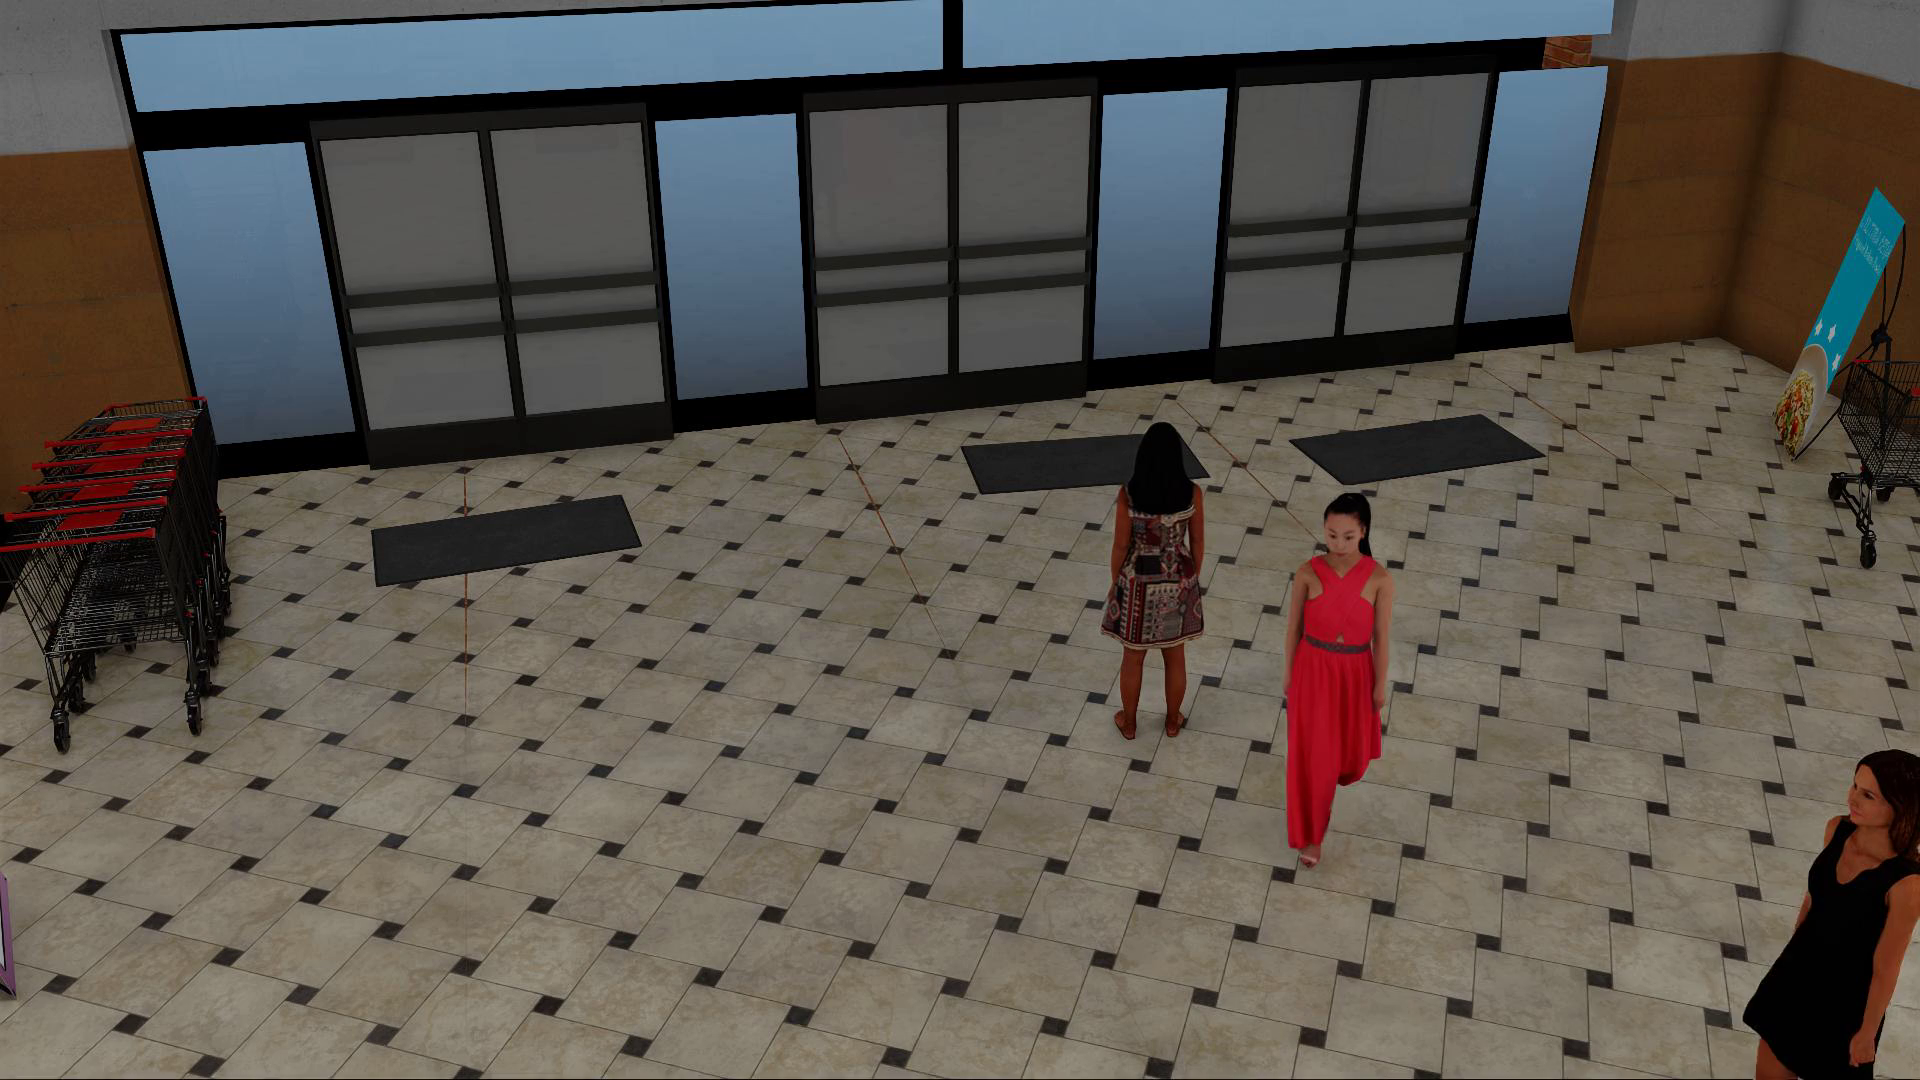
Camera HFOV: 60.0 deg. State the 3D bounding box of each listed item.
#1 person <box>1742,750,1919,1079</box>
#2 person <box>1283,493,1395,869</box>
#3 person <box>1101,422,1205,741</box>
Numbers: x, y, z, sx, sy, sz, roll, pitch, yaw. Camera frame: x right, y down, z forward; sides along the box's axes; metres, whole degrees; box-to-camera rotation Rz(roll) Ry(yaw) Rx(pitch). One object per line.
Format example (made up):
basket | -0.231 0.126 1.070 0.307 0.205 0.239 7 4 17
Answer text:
person | 2.804 1.461 5.219 0.668 1.816 0.862 -5 27 -9
person | 1.602 0.572 7.093 0.851 1.706 0.979 7 28 14
person | 0.925 0.205 7.884 0.695 1.645 0.606 -1 27 -2
